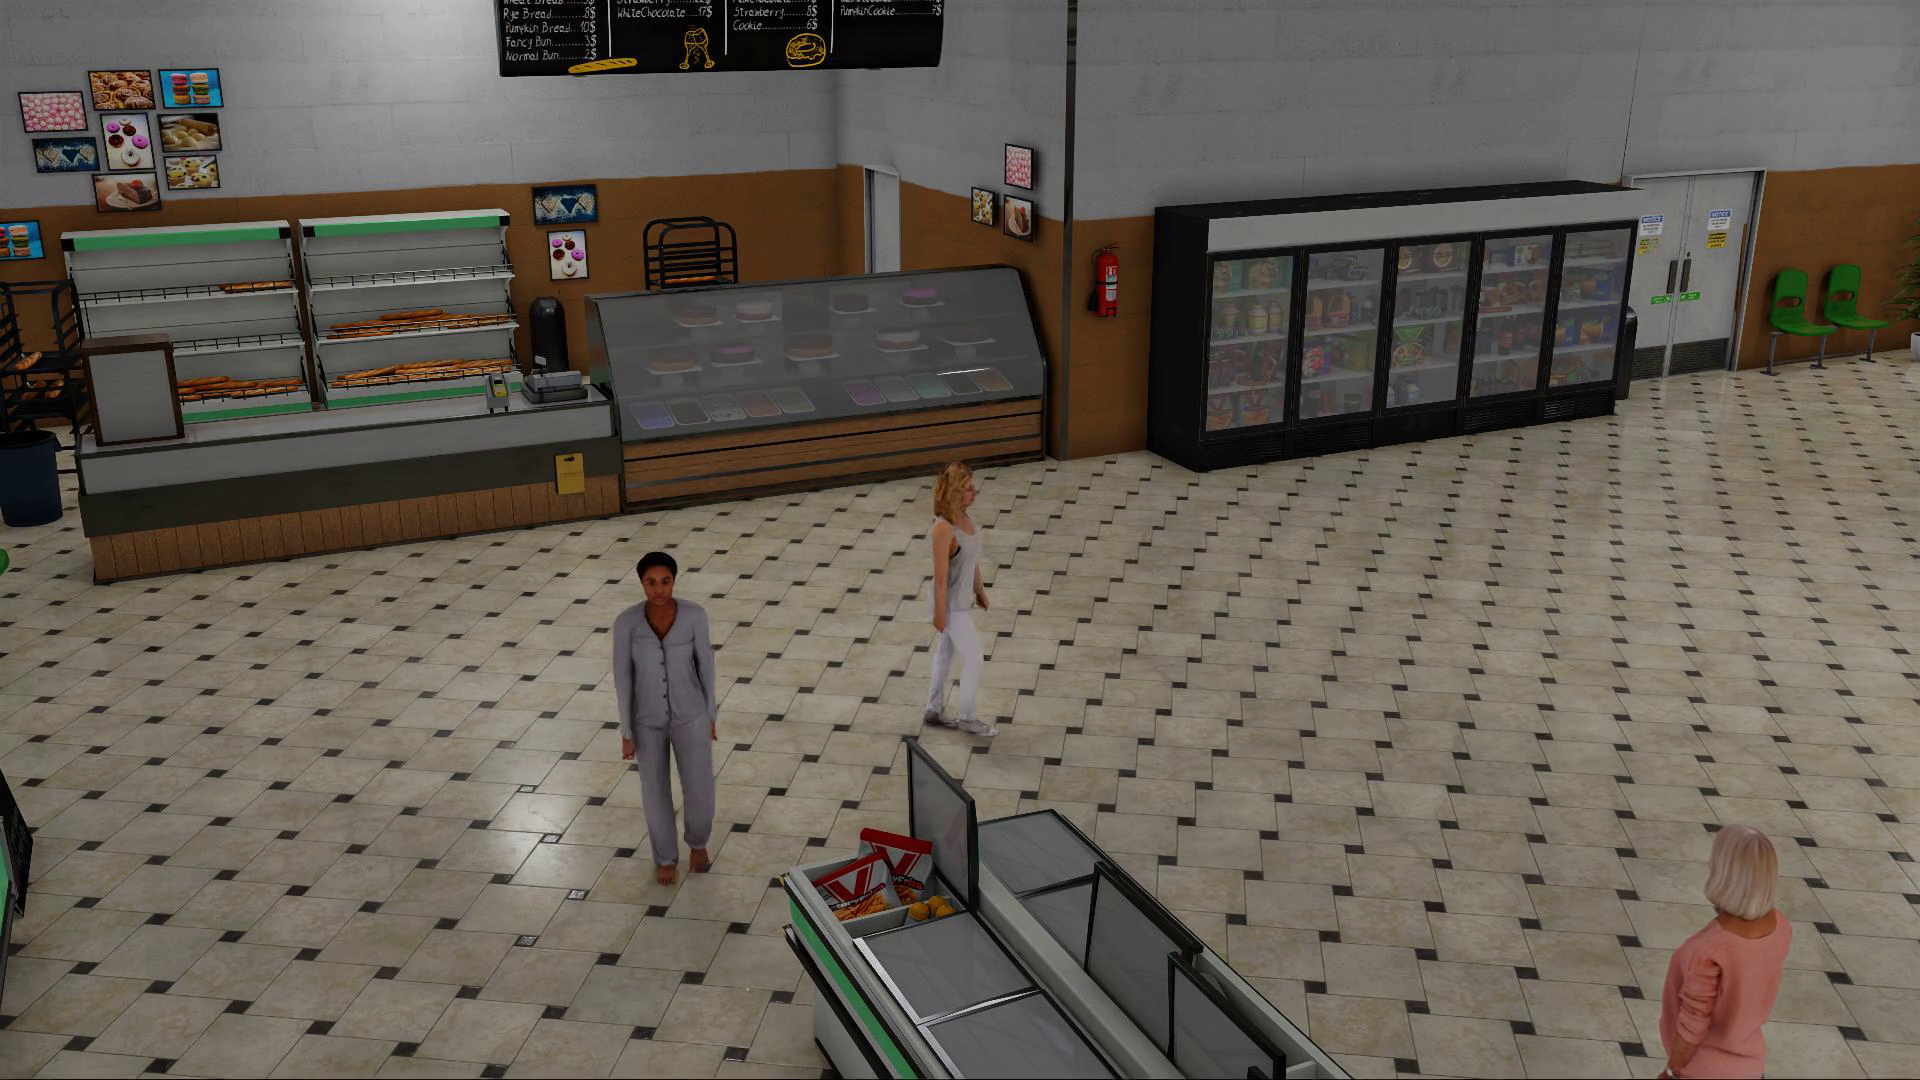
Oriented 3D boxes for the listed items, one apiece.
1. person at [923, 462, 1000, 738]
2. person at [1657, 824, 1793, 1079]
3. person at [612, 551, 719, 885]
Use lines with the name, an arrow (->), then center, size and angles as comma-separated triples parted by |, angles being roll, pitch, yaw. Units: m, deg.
person -> -0.120, 0.343, 9.770 | 0.849, 1.654, 0.801 | 3, 19, 10
person -> 2.511, 1.732, 5.539 | 0.612, 1.725, 0.538 | -10, 21, -28
person -> -1.435, 0.840, 8.185 | 0.726, 1.724, 0.752 | -2, 19, -6
